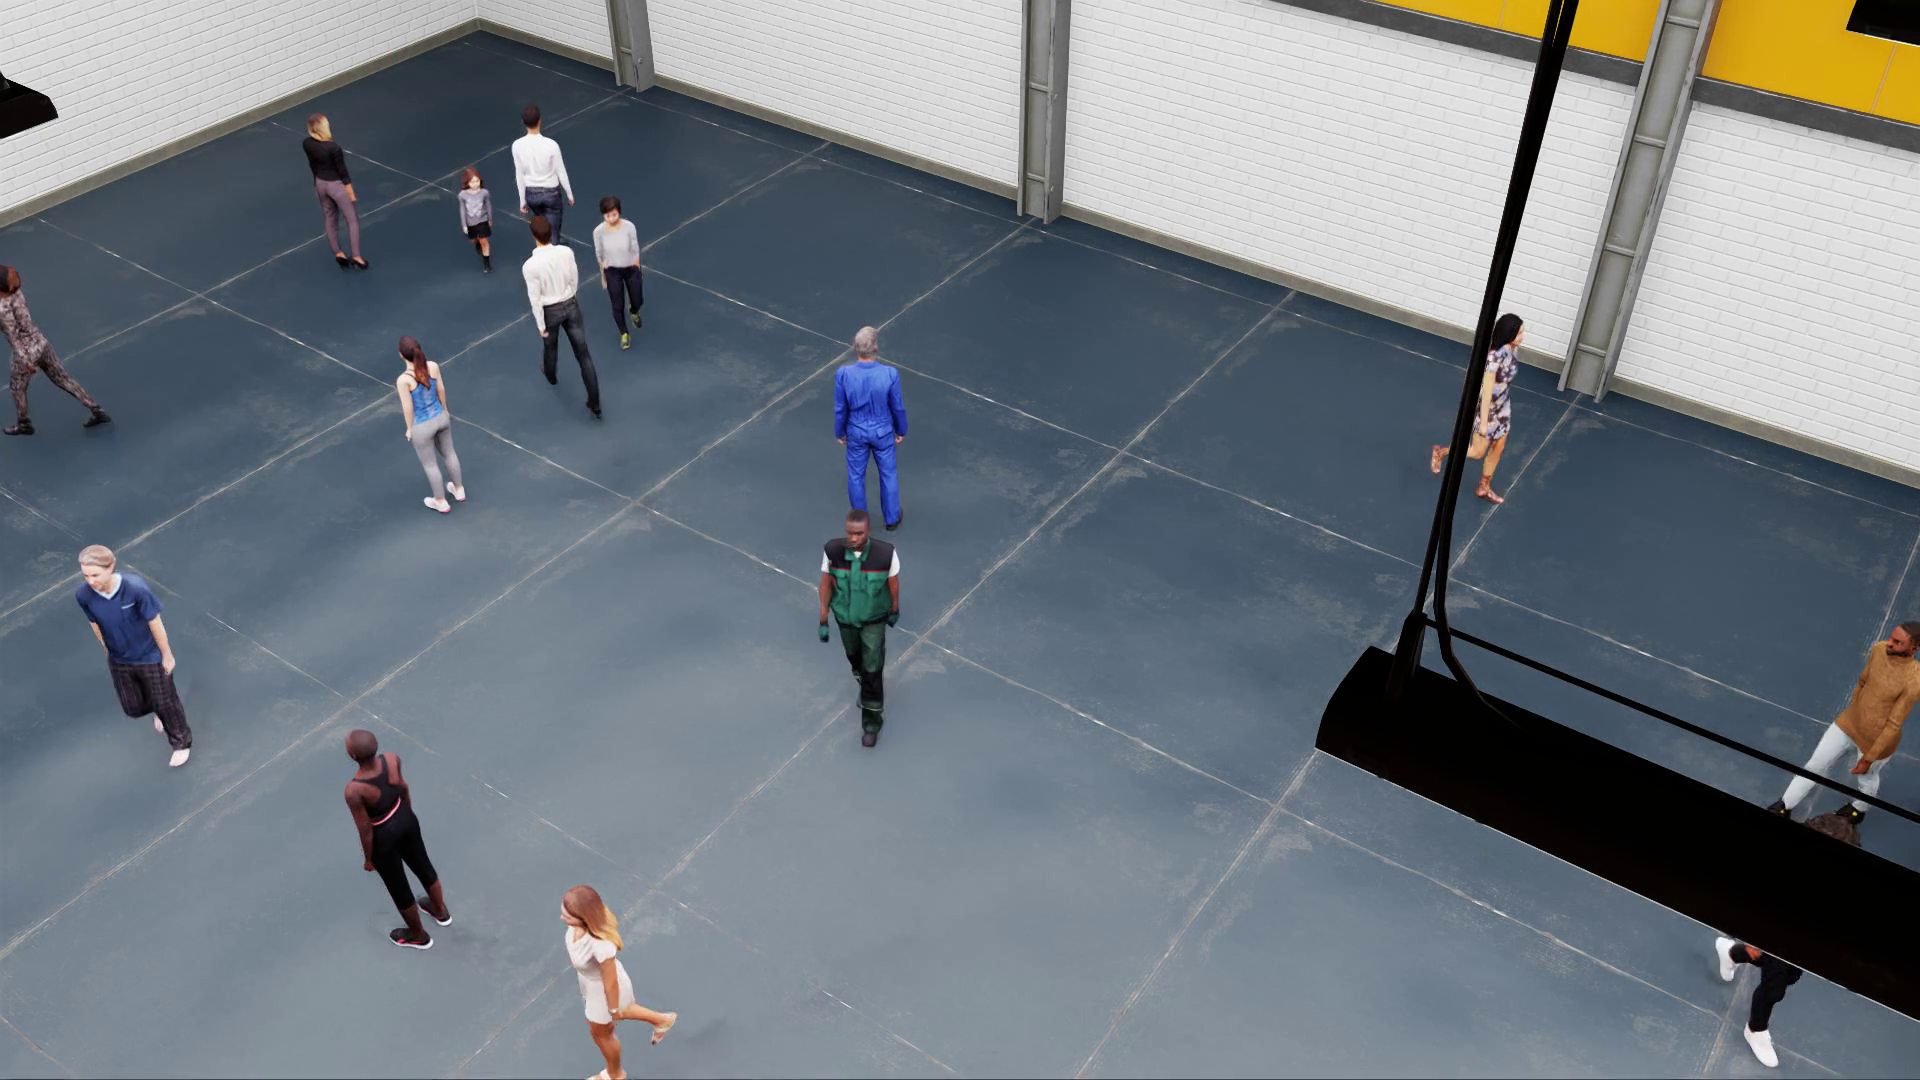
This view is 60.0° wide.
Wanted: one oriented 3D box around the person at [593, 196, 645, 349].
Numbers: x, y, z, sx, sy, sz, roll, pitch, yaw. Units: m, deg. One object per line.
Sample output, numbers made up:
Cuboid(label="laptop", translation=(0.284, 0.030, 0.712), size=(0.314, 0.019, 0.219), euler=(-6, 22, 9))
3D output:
Cuboid(label="person", translation=(-3.192, -2.571, 15.647), size=(0.744, 1.539, 0.807), euler=(-9, 39, -11))

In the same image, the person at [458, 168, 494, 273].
Cuboid(label="person", translation=(-4.918, -3.284, 16.899), size=(0.711, 1.092, 0.802), euler=(-10, 40, -12))

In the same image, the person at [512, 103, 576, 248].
Cuboid(label="person", translation=(-4.105, -3.317, 16.356), size=(1.249, 1.820, 1.138), euler=(3, 39, 3))

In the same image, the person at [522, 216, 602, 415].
Cuboid(label="person", translation=(-3.462, -1.935, 14.625), size=(0.982, 1.821, 1.334), euler=(-23, 44, -27))

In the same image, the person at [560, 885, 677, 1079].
Cuboid(label="person", translation=(-1.912, 2.442, 9.253), size=(0.870, 1.685, 0.888), euler=(-17, 42, -20))

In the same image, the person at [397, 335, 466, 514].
Cuboid(label="person", translation=(-4.341, -0.956, 13.569), size=(0.515, 1.608, 0.560), euler=(24, 45, 27))

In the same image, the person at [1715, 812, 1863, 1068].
Cuboid(label="person", translation=(4.709, 2.179, 9.496), size=(1.005, 1.792, 1.086), euler=(-8, 39, -10))

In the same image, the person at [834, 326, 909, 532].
Cuboid(label="person", translation=(-0.719, -0.864, 13.280), size=(0.731, 1.826, 0.857), euler=(0, 39, 0))

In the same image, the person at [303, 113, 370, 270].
Cuboid(label="person", translation=(-6.292, -3.474, 16.678), size=(0.552, 1.664, 0.702), euler=(11, 40, 14))

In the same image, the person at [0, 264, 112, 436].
Cuboid(label="person", translation=(-7.921, -1.619, 14.348), size=(1.180, 1.672, 1.048), euler=(-3, 39, -4))

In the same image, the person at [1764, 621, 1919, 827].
Cuboid(label="person", translation=(5.929, 1.225, 10.696), size=(1.074, 1.786, 1.067), euler=(-11, 40, -13))

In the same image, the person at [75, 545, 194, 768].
Cuboid(label="person", translation=(-5.546, 0.711, 11.282), size=(0.851, 1.857, 0.912), euler=(-3, 39, -4))

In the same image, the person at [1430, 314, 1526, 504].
Cuboid(label="person", translation=(4.290, -1.089, 13.650), size=(0.974, 1.715, 0.712), euler=(32, 48, 33))

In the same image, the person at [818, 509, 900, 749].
Cuboid(label="person", translation=(-0.690, 0.480, 11.607), size=(1.072, 1.812, 1.010), euler=(6, 39, 8))

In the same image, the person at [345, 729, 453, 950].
Cuboid(label="person", translation=(-3.415, 1.785, 10.017), size=(0.566, 1.758, 0.606), euler=(17, 42, 20))
